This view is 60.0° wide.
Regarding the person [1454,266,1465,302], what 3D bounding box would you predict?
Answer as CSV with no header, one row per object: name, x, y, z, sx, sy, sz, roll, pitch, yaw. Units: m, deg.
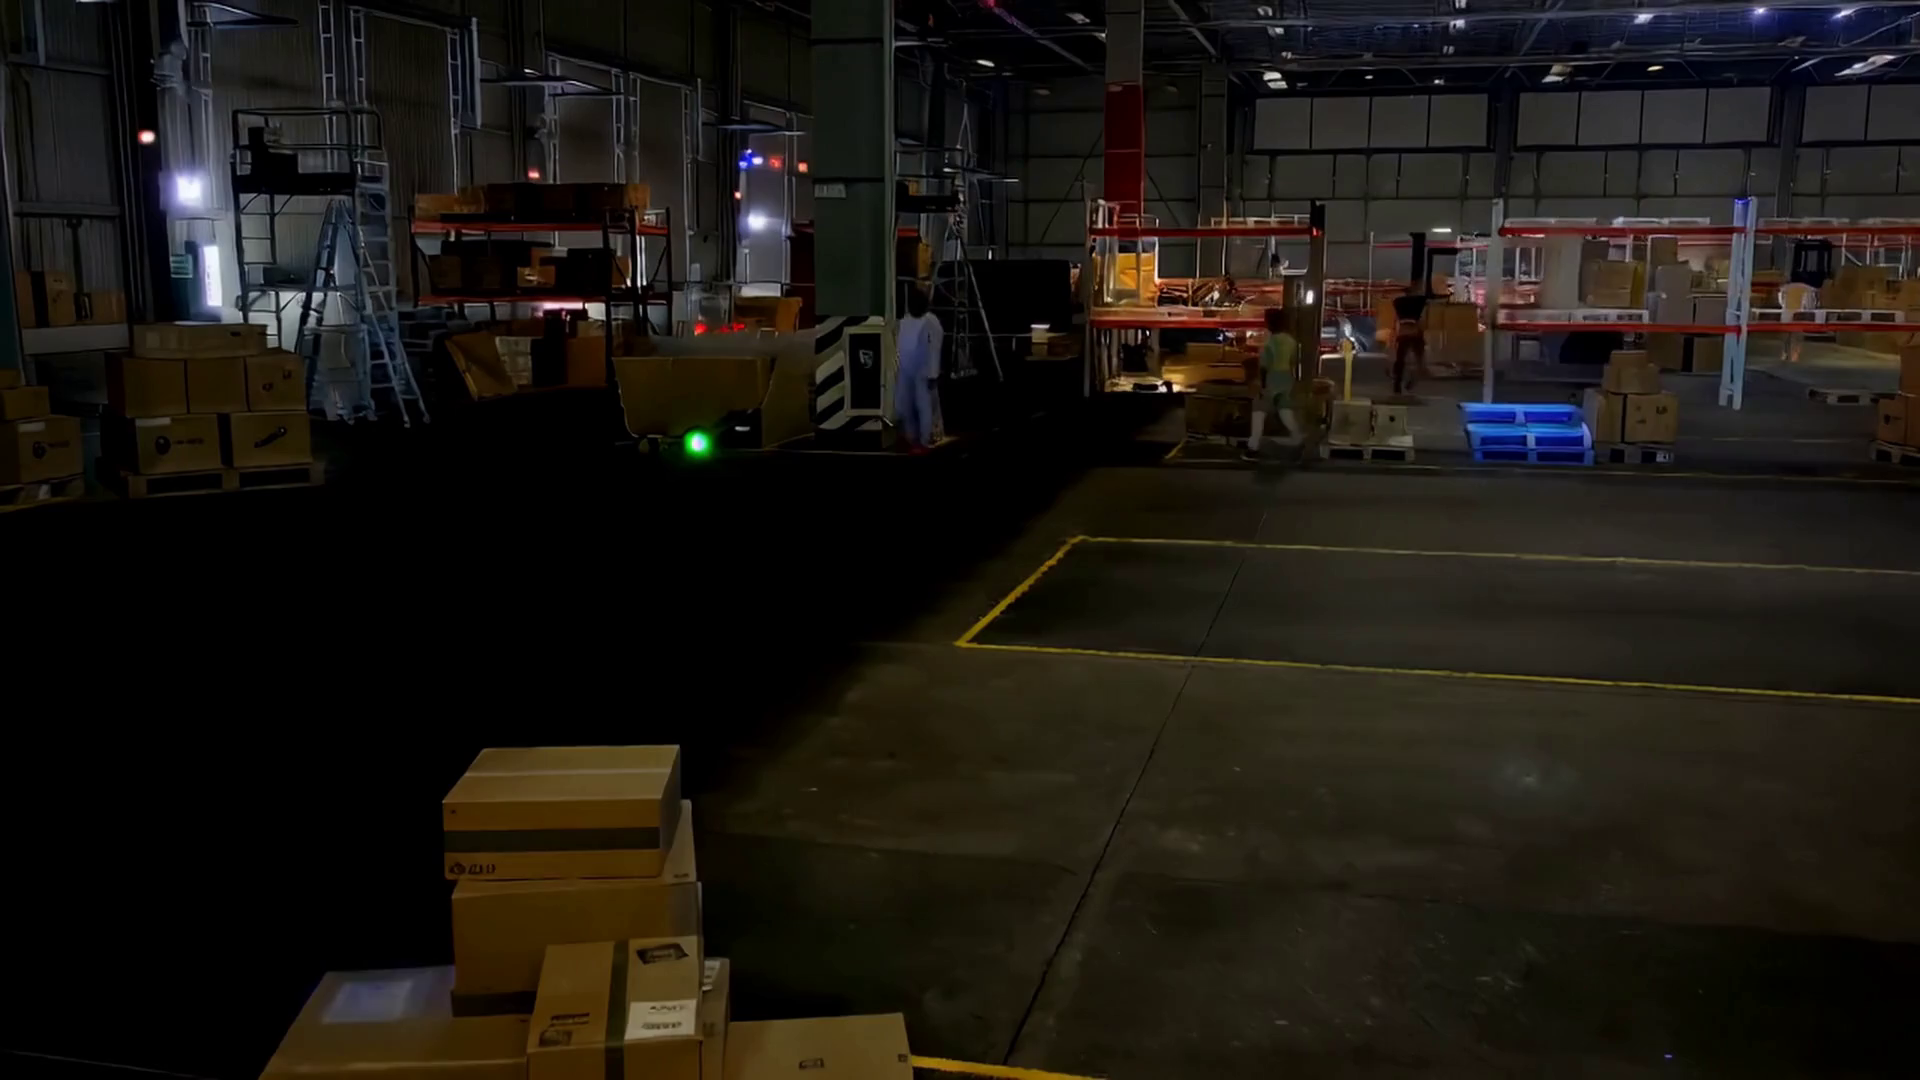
person,15.050,-7.308,50.210,0.374,1.936,0.629,5,11,26

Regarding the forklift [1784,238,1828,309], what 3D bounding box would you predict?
forklift,28.004,-8.582,54.931,1.129,2.768,1.873,2,10,14

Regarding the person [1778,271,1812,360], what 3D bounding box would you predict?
person,17.833,-4.786,35.533,0.656,1.883,1.038,4,10,23

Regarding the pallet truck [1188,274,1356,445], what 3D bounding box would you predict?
pallet truck,3.653,-2.138,19.590,1.885,1.965,0.823,-4,10,-20

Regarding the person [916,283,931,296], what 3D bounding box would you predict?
person,-1.069,-7.374,50.625,0.544,1.930,0.388,-4,11,-25

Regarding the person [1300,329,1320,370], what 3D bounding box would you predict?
person,6.786,-4.127,32.065,0.485,1.739,0.319,-8,13,-41

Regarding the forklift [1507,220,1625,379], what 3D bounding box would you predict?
forklift,10.802,-4.266,29.524,1.873,2.768,1.129,2,10,14

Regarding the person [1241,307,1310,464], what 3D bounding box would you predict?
person,3.378,-1.635,17.619,0.531,1.663,0.847,-6,11,-29

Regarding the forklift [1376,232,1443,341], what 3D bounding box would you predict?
forklift,11.835,-6.584,43.170,1.873,2.768,1.129,2,10,14

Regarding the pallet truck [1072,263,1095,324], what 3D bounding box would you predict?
pallet truck,4.325,-8.180,55.162,0.823,1.965,1.885,6,11,31

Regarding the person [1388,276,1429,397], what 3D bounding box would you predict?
person,7.030,-3.180,26.026,0.705,1.892,0.571,7,12,36

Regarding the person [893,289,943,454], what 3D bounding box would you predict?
person,-0.469,-1.855,18.419,0.451,1.825,0.657,-8,13,-41

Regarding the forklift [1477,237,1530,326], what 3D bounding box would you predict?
forklift,16.958,-8.148,52.376,1.873,2.768,1.129,2,10,14

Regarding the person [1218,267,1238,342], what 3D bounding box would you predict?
person,6.881,-6.057,42.871,0.543,1.928,0.372,7,12,35
